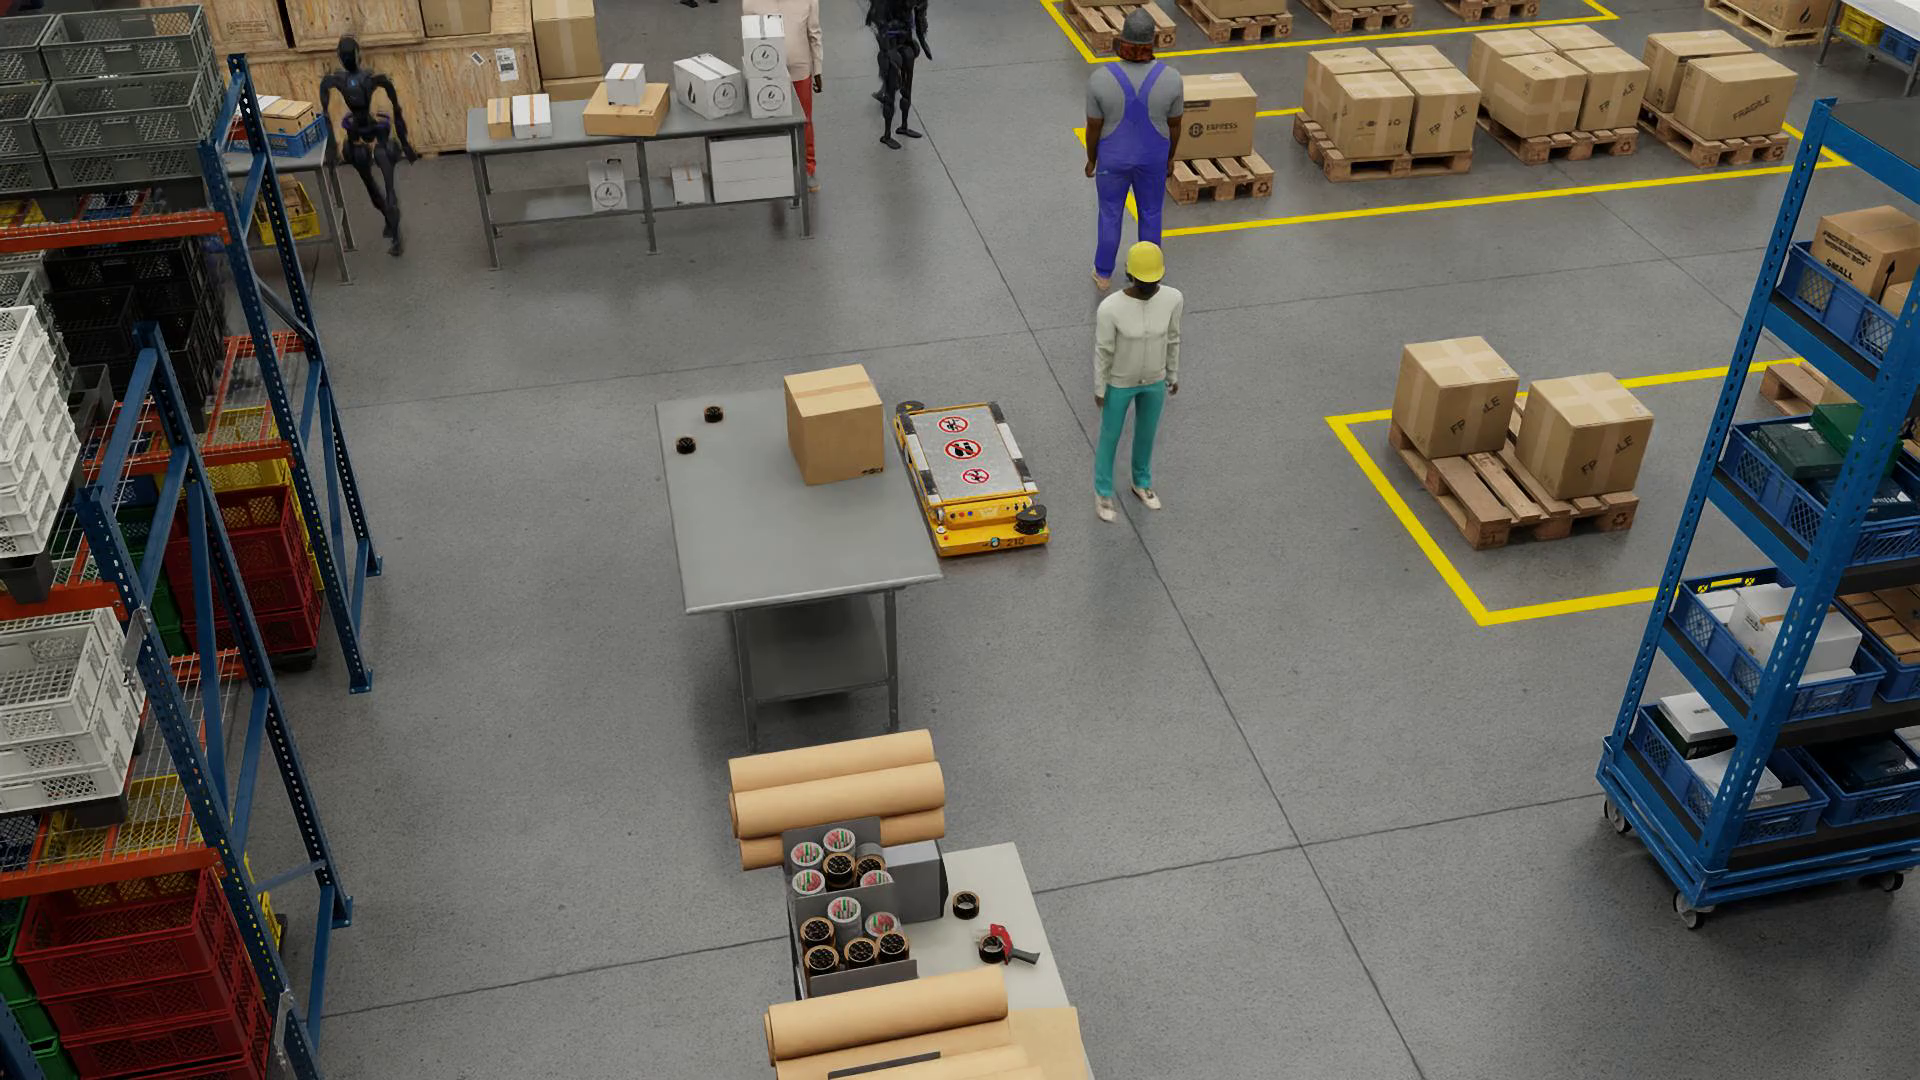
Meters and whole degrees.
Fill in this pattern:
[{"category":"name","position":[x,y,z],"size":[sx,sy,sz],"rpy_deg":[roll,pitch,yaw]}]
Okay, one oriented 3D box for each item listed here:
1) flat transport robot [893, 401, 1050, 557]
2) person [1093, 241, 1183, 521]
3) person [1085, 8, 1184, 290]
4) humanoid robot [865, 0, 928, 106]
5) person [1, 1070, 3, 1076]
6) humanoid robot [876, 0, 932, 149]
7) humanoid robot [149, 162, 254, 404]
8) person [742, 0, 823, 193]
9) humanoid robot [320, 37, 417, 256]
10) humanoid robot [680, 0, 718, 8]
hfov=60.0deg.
[{"category":"flat transport robot","position":[0.046,-0.430,10.108],"size":[0.652,0.197,1.431],"rpy_deg":[-8,37,-10]},{"category":"person","position":[1.011,-0.908,9.519],"size":[0.531,1.767,0.324],"rpy_deg":[-11,38,-14]},{"category":"person","position":[1.207,-2.750,11.766],"size":[0.673,2.000,0.537],"rpy_deg":[1,37,1]},{"category":"humanoid robot","position":[-0.603,-4.697,14.722],"size":[0.608,1.619,0.760],"rpy_deg":[21,41,25]},{"category":"person","position":[-2.807,2.216,5.223],"size":[0.573,1.884,0.357],"rpy_deg":[23,42,27]},{"category":"humanoid robot","position":[-0.490,-4.133,13.916],"size":[0.329,1.657,0.583],"rpy_deg":[25,43,29]},{"category":"humanoid robot","position":[-4.881,-1.622,10.556],"size":[0.440,1.641,0.625],"rpy_deg":[-15,39,-19]},{"category":"person","position":[-1.374,-3.670,13.053],"size":[0.615,1.986,0.405],"rpy_deg":[-5,37,-7]},{"category":"humanoid robot","position":[-4.374,-2.925,12.334],"size":[0.554,1.619,0.751],"rpy_deg":[-2,37,-2]},{"category":"humanoid robot","position":[-2.728,-6.251,16.763],"size":[0.602,1.658,0.324],"rpy_deg":[-19,41,-24]}]
